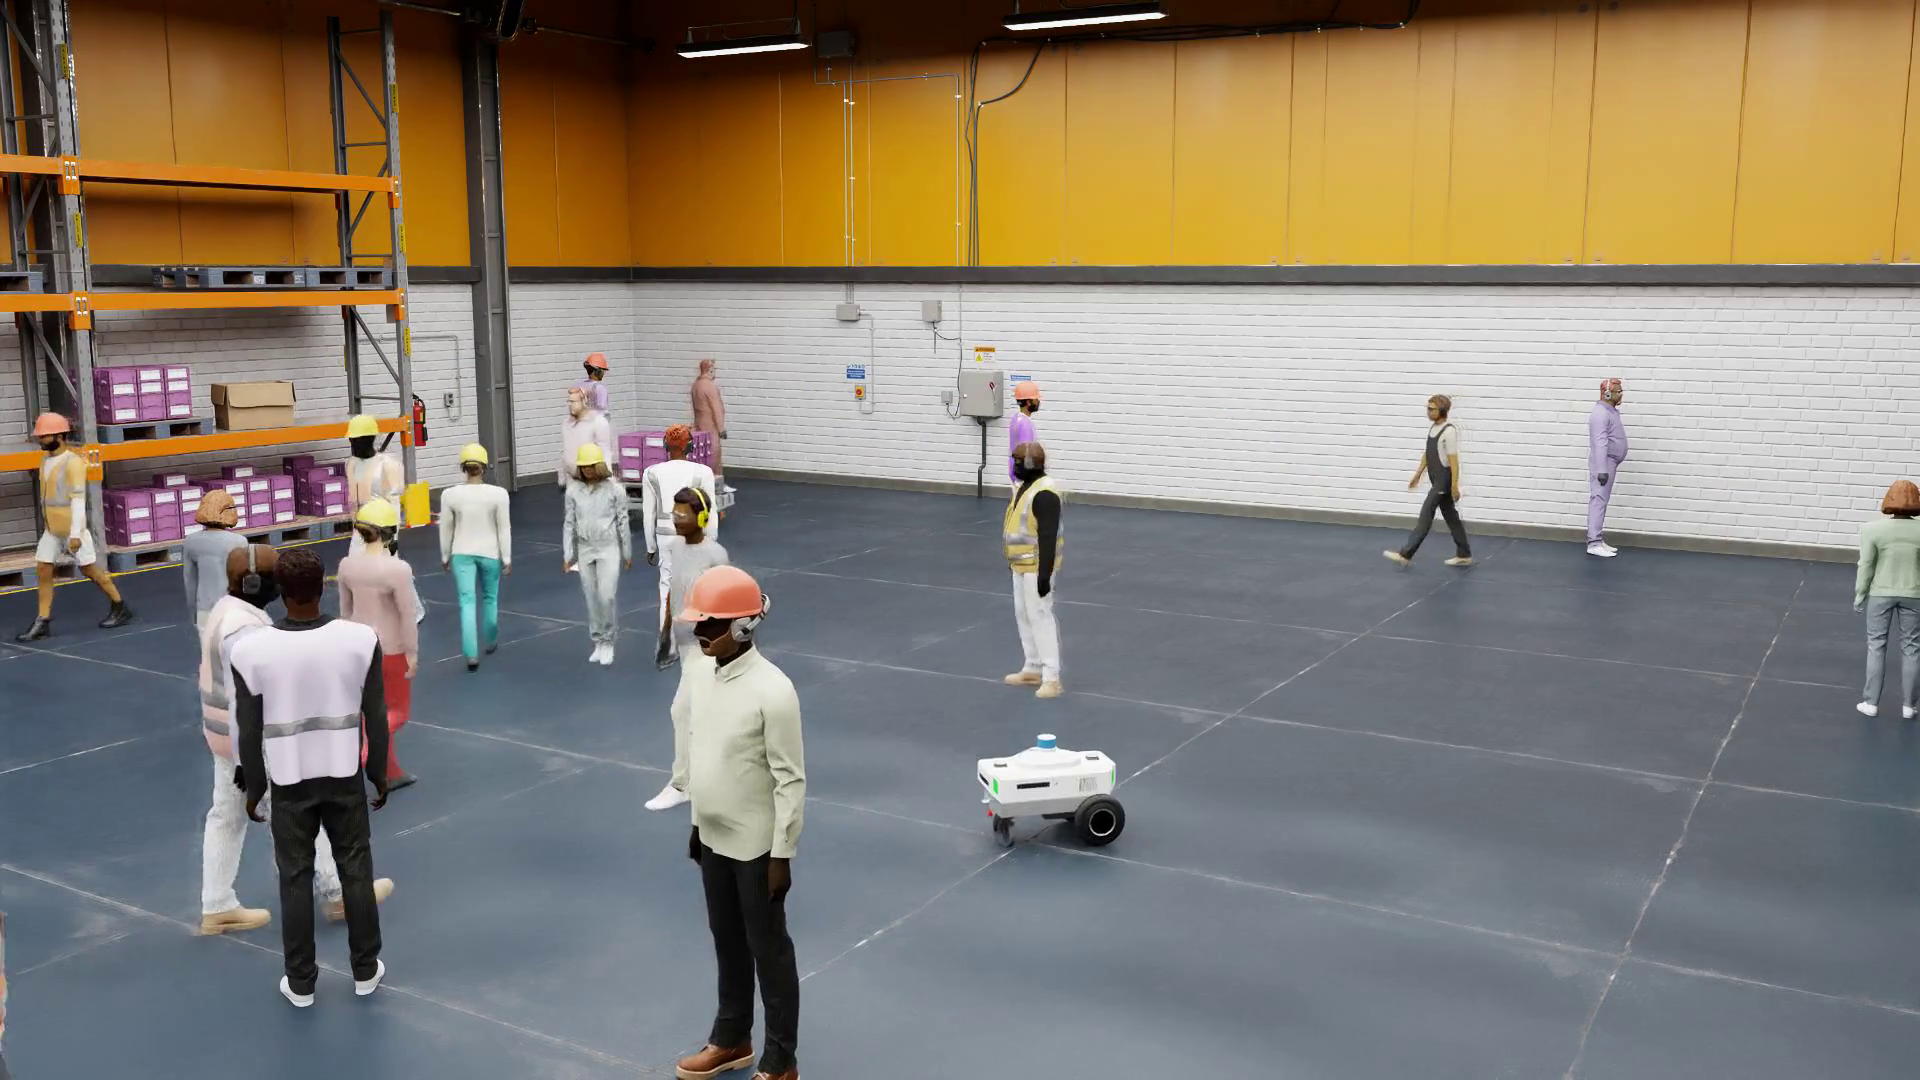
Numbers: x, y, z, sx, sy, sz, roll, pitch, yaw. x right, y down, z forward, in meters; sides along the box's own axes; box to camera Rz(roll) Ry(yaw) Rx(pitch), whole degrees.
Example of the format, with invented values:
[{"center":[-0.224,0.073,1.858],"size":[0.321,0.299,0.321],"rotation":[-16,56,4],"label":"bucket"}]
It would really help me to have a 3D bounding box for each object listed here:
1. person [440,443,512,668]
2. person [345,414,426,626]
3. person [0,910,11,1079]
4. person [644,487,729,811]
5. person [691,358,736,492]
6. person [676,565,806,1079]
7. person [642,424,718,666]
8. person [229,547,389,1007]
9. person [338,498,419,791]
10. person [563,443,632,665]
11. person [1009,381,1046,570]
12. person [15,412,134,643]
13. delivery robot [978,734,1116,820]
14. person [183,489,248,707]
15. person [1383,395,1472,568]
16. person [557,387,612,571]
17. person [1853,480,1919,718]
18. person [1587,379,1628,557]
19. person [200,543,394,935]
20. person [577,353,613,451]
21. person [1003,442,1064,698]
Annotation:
[{"center":[-3.768,0.108,12.949],"size":[0.535,1.720,0.893],"rotation":[-2,9,-13],"label":"person"},{"center":[-4.857,-0.115,13.860],"size":[0.604,1.886,0.963],"rotation":[4,10,26],"label":"person"},{"center":[-2.980,1.460,4.808],"size":[0.518,1.626,0.526],"rotation":[7,11,37],"label":"person"},{"center":[-1.474,0.584,9.621],"size":[0.865,1.838,0.517],"rotation":[-8,12,-40],"label":"person"},{"center":[-3.435,-1.539,22.729],"size":[0.795,1.881,0.651],"rotation":[-5,10,-27],"label":"person"},{"center":[-0.813,1.073,6.064],"size":[0.395,1.993,0.614],"rotation":[-8,12,-40],"label":"person"},{"center":[-2.147,0.043,12.847],"size":[0.572,1.883,0.356],"rotation":[0,9,2],"label":"person"},{"center":[-2.670,0.981,6.892],"size":[0.591,1.916,0.392],"rotation":[-4,10,-25],"label":"person"},{"center":[-3.370,0.644,9.508],"size":[0.533,1.751,0.651],"rotation":[4,10,24],"label":"person"},{"center":[-2.829,0.118,12.858],"size":[0.505,1.725,0.565],"rotation":[2,9,10],"label":"person"},{"center":[0.672,-0.650,17.044],"size":[0.427,1.934,0.556],"rotation":[-1,9,-6],"label":"person"},{"center":[-7.450,-0.136,13.937],"size":[0.557,1.899,0.971],"rotation":[5,11,30],"label":"person"},{"center":[0.460,1.287,8.919],"size":[0.707,0.478,0.477],"rotation":[-2,9,-15],"label":"delivery robot"},{"center":[-4.814,0.483,10.869],"size":[0.500,1.634,0.286],"rotation":[3,9,16],"label":"person"},{"center":[4.872,-0.596,17.110],"size":[0.987,1.789,0.516],"rotation":[0,9,0],"label":"person"},{"center":[-3.847,-0.610,16.896],"size":[0.668,1.887,0.441],"rotation":[7,11,36],"label":"person"},{"center":[6.395,0.404,11.371],"size":[0.507,1.631,0.267],"rotation":[3,10,18],"label":"person"},{"center":[6.975,-0.785,17.938],"size":[0.407,1.910,0.638],"rotation":[4,10,25],"label":"person"},{"center":[-3.120,0.906,7.690],"size":[0.901,1.802,0.660],"rotation":[-5,11,-30],"label":"person"},{"center":[-4.551,-1.320,20.869],"size":[0.605,2.038,0.387],"rotation":[9,12,43],"label":"person"},{"center":[0.545,0.213,12.060],"size":[0.429,1.813,0.768],"rotation":[-2,9,-14],"label":"person"}]
